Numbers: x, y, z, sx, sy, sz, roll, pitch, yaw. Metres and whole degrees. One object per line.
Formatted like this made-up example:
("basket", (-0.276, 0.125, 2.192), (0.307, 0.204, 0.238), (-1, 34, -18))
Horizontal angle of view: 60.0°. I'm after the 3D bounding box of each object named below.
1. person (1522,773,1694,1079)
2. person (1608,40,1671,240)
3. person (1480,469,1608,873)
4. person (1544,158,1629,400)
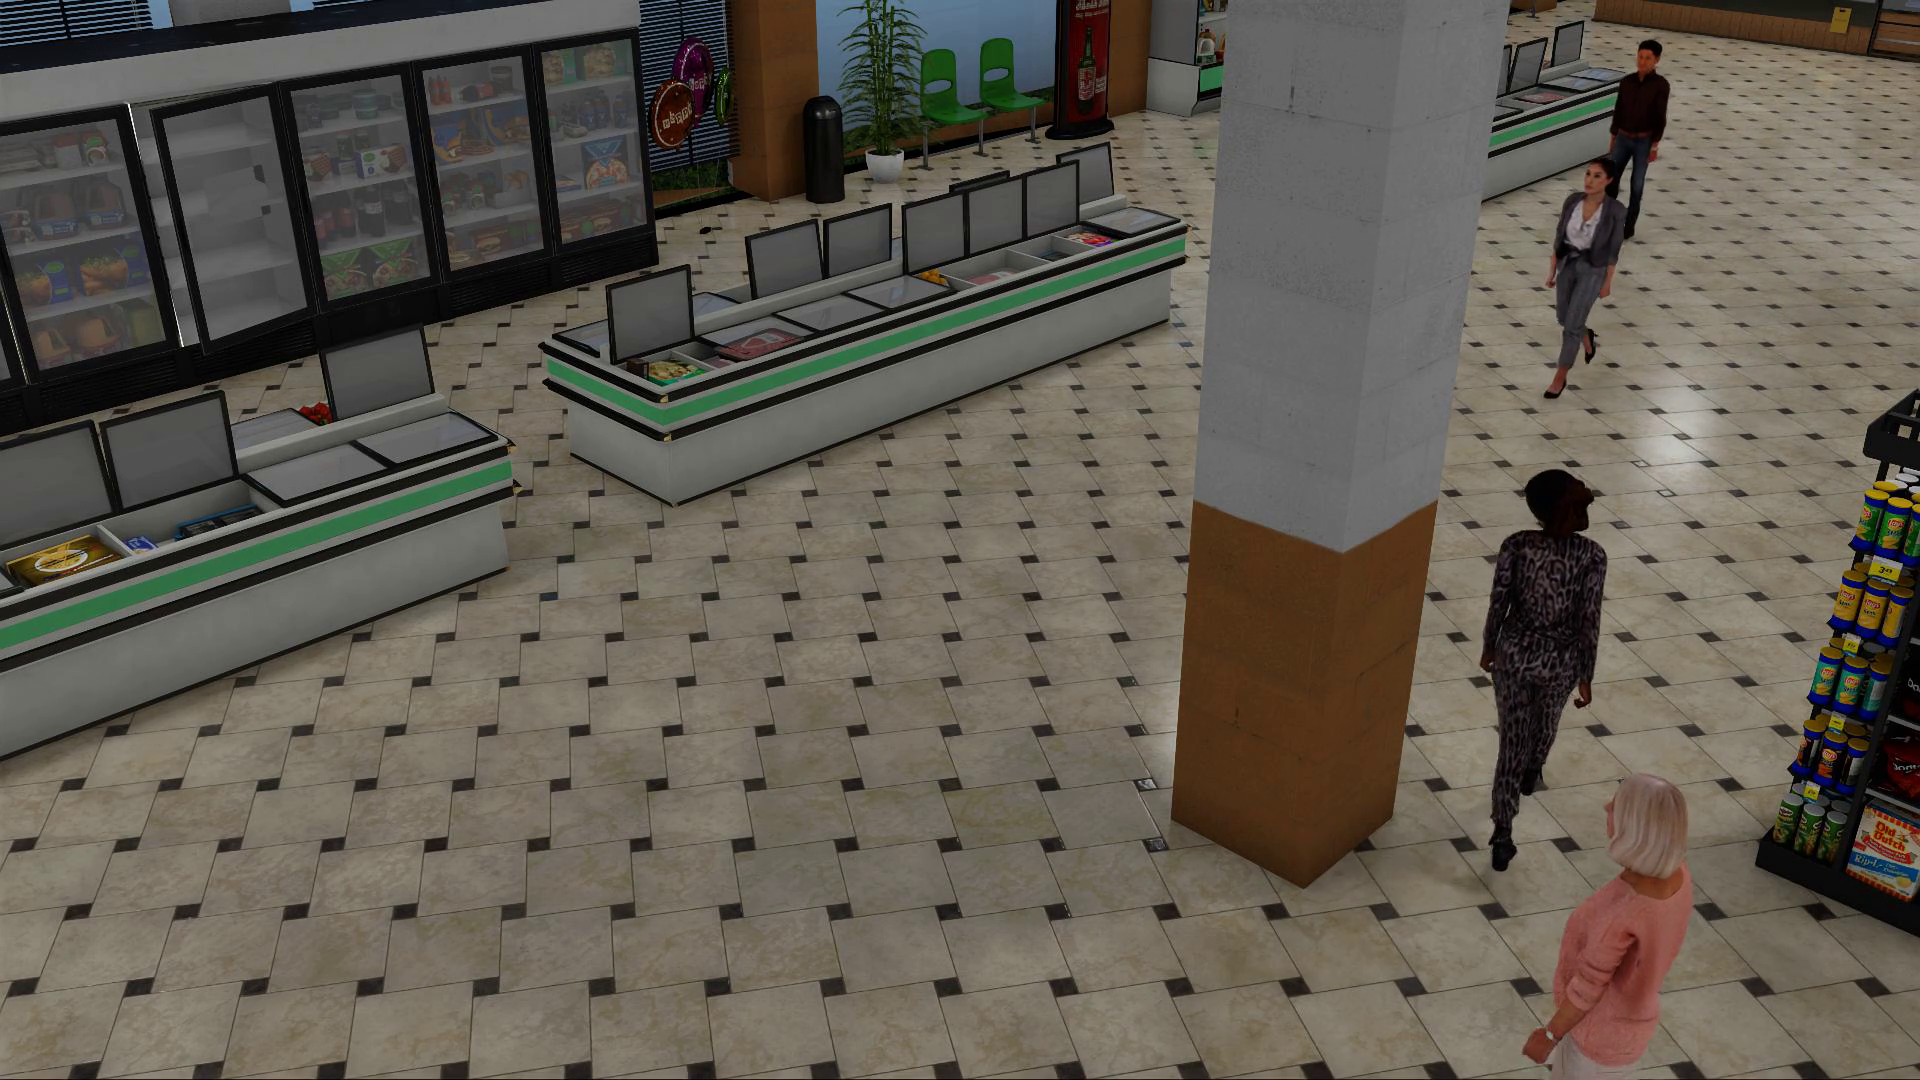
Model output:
("person", (1.976, 1.457, 4.953), (0.690, 1.721, 0.730), (21, 34, 35))
("person", (6.026, -3.529, 14.745), (0.694, 1.757, 0.843), (21, 34, 36))
("person", (2.321, 0.566, 6.771), (0.937, 1.665, 1.233), (11, 29, 21))
("person", (4.333, -1.821, 11.489), (1.019, 1.656, 0.648), (-21, 34, -35))
